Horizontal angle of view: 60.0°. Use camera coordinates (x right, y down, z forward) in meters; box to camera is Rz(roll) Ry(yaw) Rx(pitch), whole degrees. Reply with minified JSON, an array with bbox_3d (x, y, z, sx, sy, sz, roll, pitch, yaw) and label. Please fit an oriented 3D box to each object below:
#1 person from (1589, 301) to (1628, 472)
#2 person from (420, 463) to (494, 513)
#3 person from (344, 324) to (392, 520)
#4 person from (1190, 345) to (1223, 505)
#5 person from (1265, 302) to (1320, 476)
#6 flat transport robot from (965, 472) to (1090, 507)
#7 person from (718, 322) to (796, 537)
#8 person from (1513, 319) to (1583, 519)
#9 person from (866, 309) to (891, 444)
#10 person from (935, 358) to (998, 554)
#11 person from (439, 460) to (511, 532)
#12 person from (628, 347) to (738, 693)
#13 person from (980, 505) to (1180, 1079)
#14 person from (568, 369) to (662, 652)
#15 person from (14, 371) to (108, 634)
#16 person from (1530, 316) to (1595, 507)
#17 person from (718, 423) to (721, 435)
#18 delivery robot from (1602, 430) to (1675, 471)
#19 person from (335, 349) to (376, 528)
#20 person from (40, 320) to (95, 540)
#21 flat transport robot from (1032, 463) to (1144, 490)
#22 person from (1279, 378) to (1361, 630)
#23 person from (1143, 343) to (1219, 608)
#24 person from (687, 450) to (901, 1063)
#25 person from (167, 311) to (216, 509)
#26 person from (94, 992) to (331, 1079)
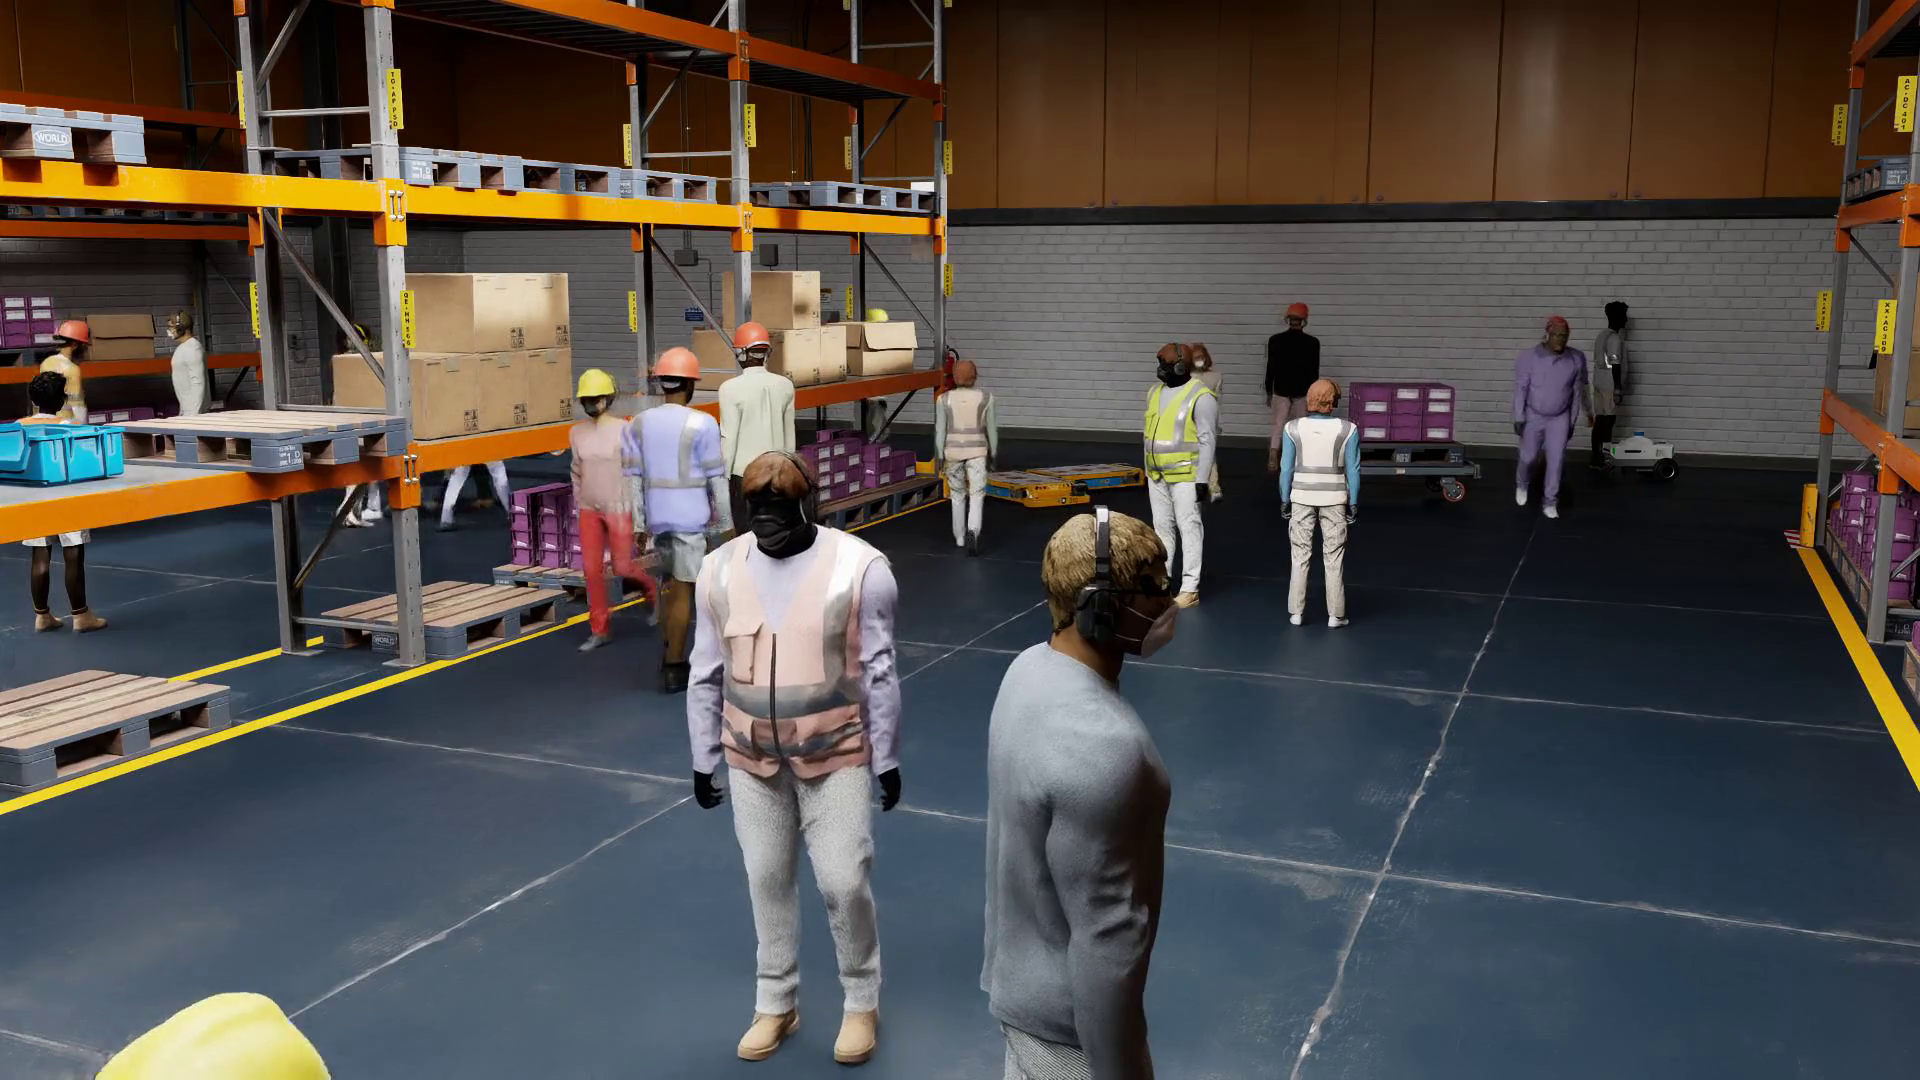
[{"bbox_3d":[7.520,-1.778,19.239,0.367,1.966,0.604,0,9,2],"label":"person"},{"bbox_3d":[-4.892,-1.153,15.929,0.930,1.800,0.516,-9,13,-43],"label":"person"},{"bbox_3d":[-5.465,-1.084,15.452,0.465,1.828,0.566,-3,10,-17],"label":"person"},{"bbox_3d":[2.392,-1.138,16.514,0.511,1.575,0.862,-1,9,-6],"label":"person"},{"bbox_3d":[3.684,-1.662,18.522,0.626,1.970,0.723,5,11,28],"label":"person"},{"bbox_3d":[0.624,-0.525,16.776,0.652,0.197,1.431,-6,11,-33],"label":"flat transport robot"},{"bbox_3d":[-1.373,-0.457,11.151,0.625,1.992,0.388,-9,13,-43],"label":"person"},{"bbox_3d":[5.560,-1.168,15.822,0.647,1.874,0.813,1,9,6],"label":"person"},{"bbox_3d":[-0.959,-1.549,18.042,0.456,1.899,0.617,-1,9,-7],"label":"person"},{"bbox_3d":[0.051,-0.691,13.730,0.518,1.615,0.747,1,9,4],"label":"person"},{"bbox_3d":[-4.284,-0.936,14.893,0.526,1.719,0.912,9,13,42],"label":"person"},{"bbox_3d":[-1.543,-0.114,9.312,0.557,1.913,0.573,5,11,28],"label":"person"},{"bbox_3d":[0.220,0.894,3.134,0.355,1.937,0.634,-2,9,-9],"label":"person"},{"bbox_3d":[-2.150,-0.199,10.332,0.532,1.747,0.564,4,10,21],"label":"person"},{"bbox_3d":[-5.827,-0.237,10.719,0.540,1.695,0.317,1,9,6],"label":"person"},{"bbox_3d":[5.997,-1.316,16.746,0.610,1.886,0.967,-1,9,-8],"label":"person"},{"bbox_3d":[-2.430,-1.457,17.719,1.079,1.848,0.615,-5,11,-28],"label":"person"},{"bbox_3d":[7.450,-0.962,18.279,0.707,0.478,0.477,0,9,0],"label":"delivery robot"},{"bbox_3d":[-5.433,-0.908,14.980,0.359,1.619,0.535,-4,10,-25],"label":"person"},{"bbox_3d":[-7.695,-0.934,14.355,0.592,1.893,0.533,9,13,43],"label":"person"},{"bbox_3d":[1.350,-0.653,17.548,1.431,0.197,0.652,-6,11,-32],"label":"flat transport robot"},{"bbox_3d":[2.345,-0.232,10.863,0.523,1.638,0.310,4,10,21],"label":"person"},{"bbox_3d":[1.495,-0.448,11.575,0.430,1.841,0.624,-7,11,-35],"label":"person"},{"bbox_3d":[-0.496,0.645,4.955,0.649,1.836,0.429,2,10,13],"label":"person"},{"bbox_3d":[-7.455,-1.252,16.150,0.371,1.936,0.629,-6,11,-30],"label":"person"},{"bbox_3d":[-0.625,1.250,1.588,0.549,1.719,0.896,5,11,30],"label":"person"}]
